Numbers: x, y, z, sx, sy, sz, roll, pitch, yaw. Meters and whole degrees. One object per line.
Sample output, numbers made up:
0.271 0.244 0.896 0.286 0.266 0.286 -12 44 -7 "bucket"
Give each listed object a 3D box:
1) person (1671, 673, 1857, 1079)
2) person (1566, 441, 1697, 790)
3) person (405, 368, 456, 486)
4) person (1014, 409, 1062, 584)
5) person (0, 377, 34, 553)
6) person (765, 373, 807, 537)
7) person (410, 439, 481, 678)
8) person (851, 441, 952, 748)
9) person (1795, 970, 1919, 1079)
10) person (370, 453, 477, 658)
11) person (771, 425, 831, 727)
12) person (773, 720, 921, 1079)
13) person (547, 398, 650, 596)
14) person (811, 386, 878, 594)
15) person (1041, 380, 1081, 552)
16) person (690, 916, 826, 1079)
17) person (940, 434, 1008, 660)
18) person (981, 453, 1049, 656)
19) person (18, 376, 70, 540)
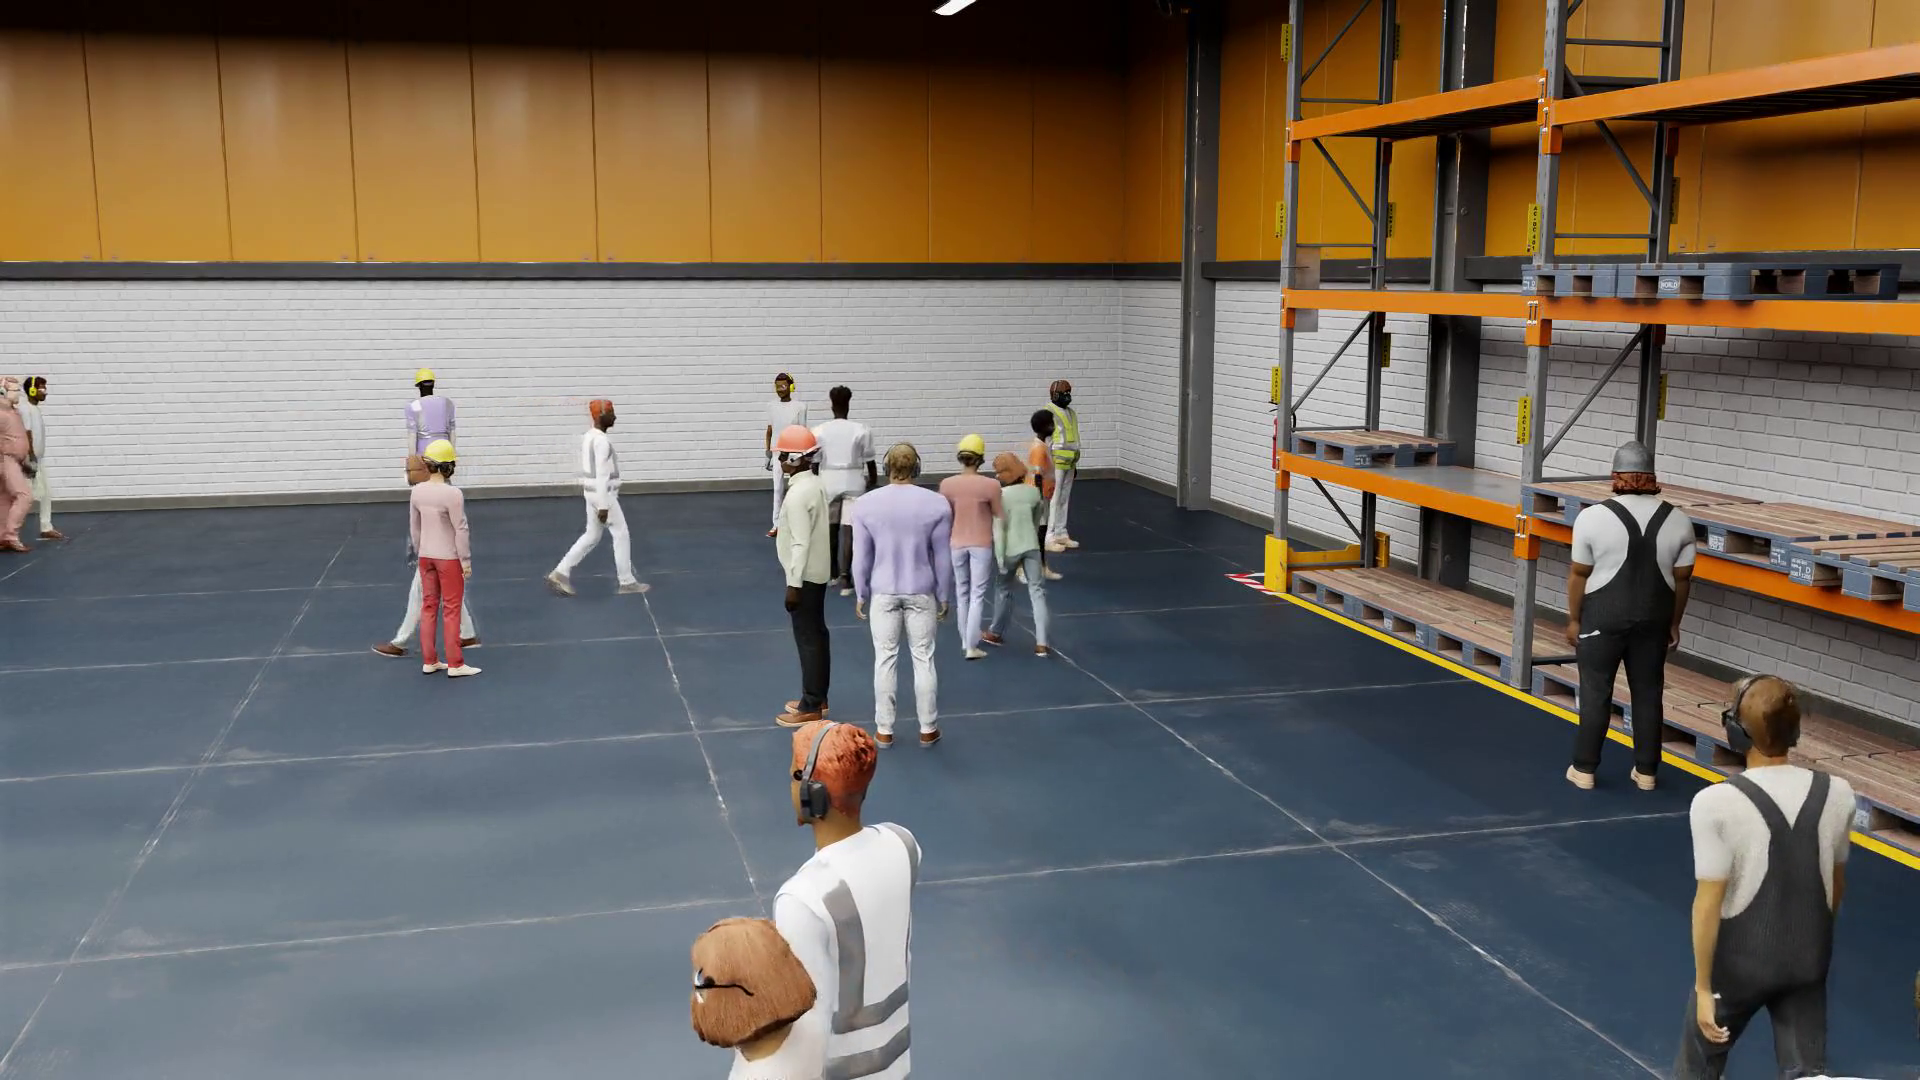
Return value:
2.434 1.289 5.069 0.532 1.792 0.986 0 9 -1 "person"
3.845 0.427 9.656 0.679 2.000 0.535 0 9 2 "person"
-5.987 -0.978 18.813 0.587 1.916 0.393 -9 12 -43 "person"
0.760 -0.421 16.067 0.398 1.700 0.564 1 9 4 "person"
-10.119 -0.796 17.761 0.504 1.887 0.645 -3 10 -19 "person"
-1.971 -0.953 18.802 0.518 1.872 0.326 2 9 14 "person"
-3.820 0.138 12.317 0.533 1.767 0.312 5 10 29 "person"
-0.366 0.349 10.462 0.629 1.939 0.372 0 9 0 "person"
1.610 1.583 2.762 0.362 1.936 0.631 -7 11 -37 "person"
-4.200 0.119 12.978 0.853 1.585 0.529 -5 10 -27 "person"
-1.045 0.235 10.992 0.388 1.996 0.612 1 9 9 "person"
-0.305 1.375 4.226 0.345 1.882 0.584 4 10 25 "person"
-3.371 -0.392 15.364 0.899 1.853 0.582 -5 10 -26 "person"
-1.081 -0.491 15.759 0.631 1.923 0.943 1 9 7 "person"
1.086 -0.806 17.974 0.429 1.844 0.627 6 11 32 "person"
-0.432 1.599 3.635 0.361 1.617 0.509 2 9 11 "person"
0.116 0.044 12.992 0.533 1.757 0.525 4 10 25 "person"
0.443 0.104 13.063 0.519 1.583 0.828 -5 10 -28 "person"
-10.396 -0.898 18.549 0.634 1.844 0.551 -2 9 -15 "person"
